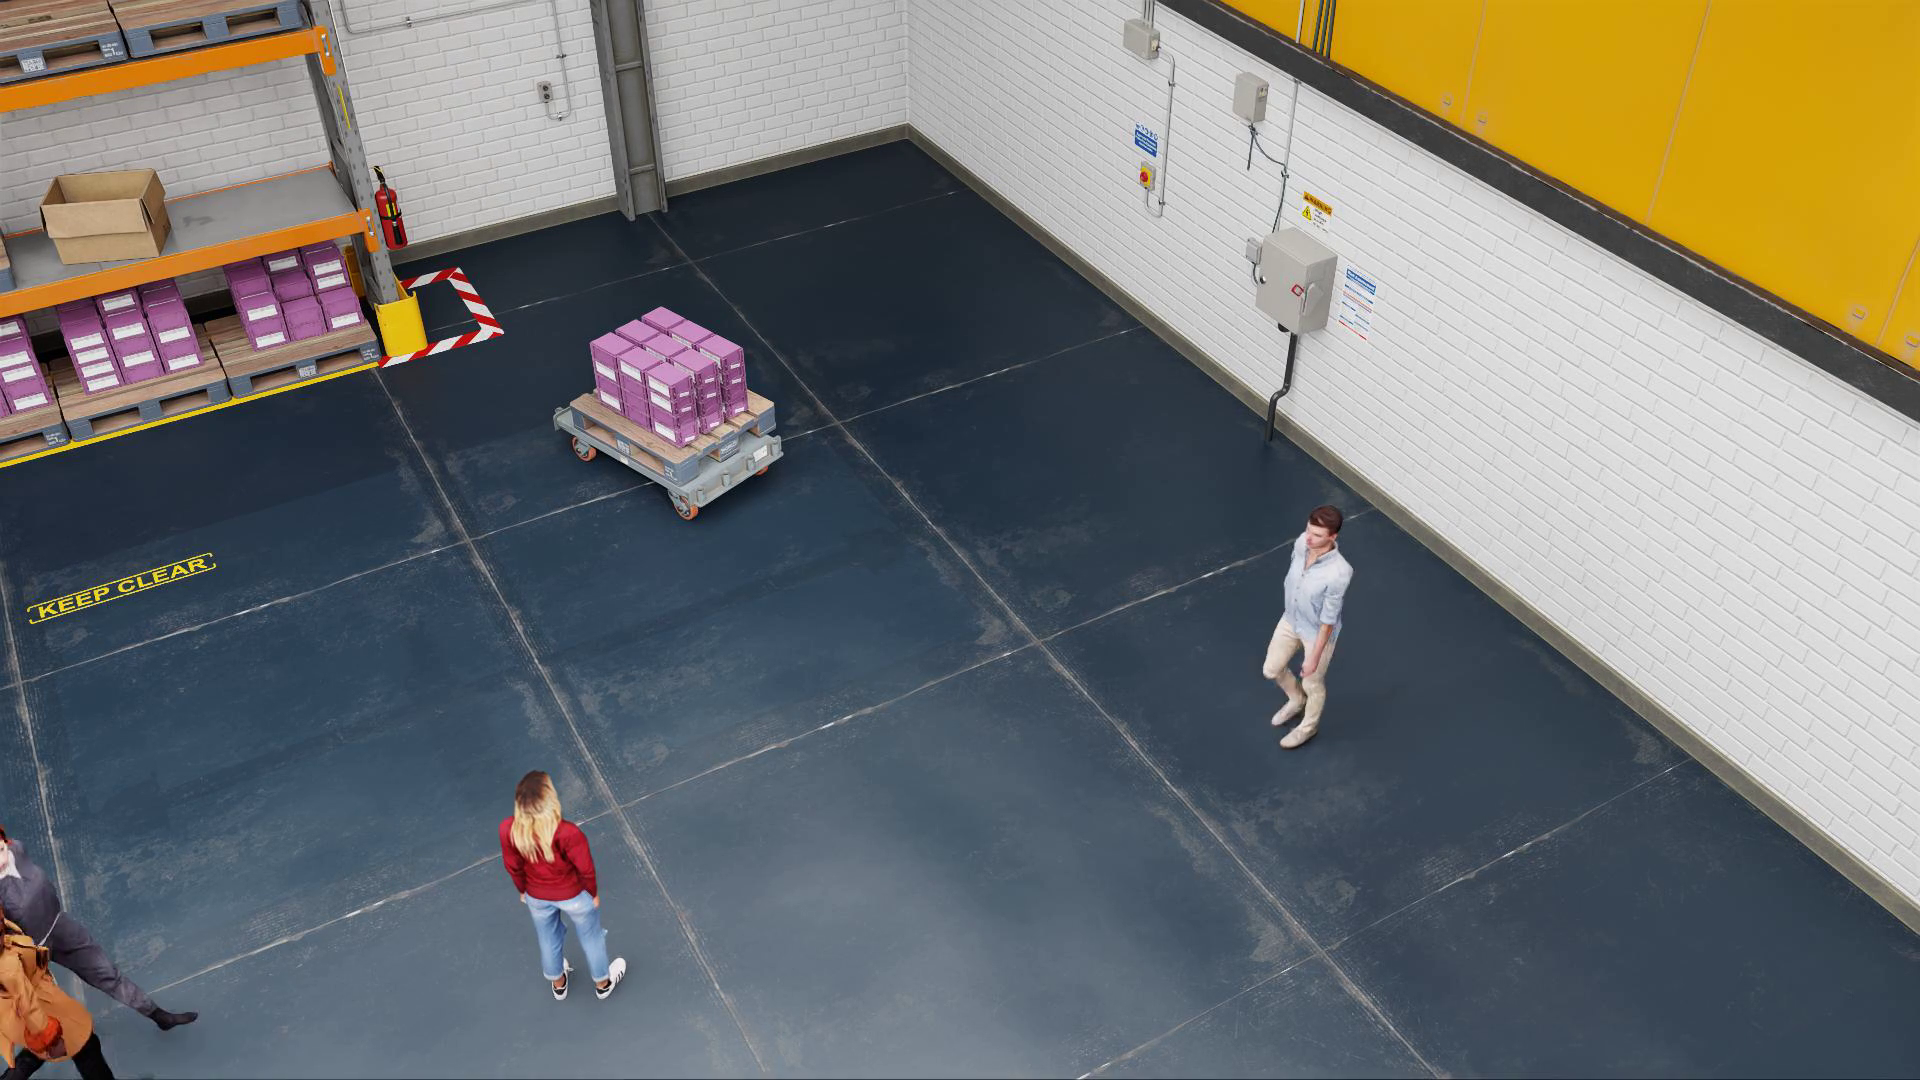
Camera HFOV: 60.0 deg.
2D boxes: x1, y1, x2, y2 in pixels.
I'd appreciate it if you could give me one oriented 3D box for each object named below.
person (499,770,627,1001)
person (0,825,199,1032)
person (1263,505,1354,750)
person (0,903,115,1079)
[{"bbox_3d":[-2.061,1.789,8.531,0.651,1.634,0.746,3,39,4],"label":"person"},{"bbox_3d":[-4.643,1.989,8.203,1.191,1.732,1.022,1,39,2],"label":"person"},{"bbox_3d":[2.180,0.511,9.973,0.611,1.832,0.643,-20,43,-23],"label":"person"},{"bbox_3d":[-4.469,2.288,7.848,0.949,1.709,1.139,32,48,33],"label":"person"}]
